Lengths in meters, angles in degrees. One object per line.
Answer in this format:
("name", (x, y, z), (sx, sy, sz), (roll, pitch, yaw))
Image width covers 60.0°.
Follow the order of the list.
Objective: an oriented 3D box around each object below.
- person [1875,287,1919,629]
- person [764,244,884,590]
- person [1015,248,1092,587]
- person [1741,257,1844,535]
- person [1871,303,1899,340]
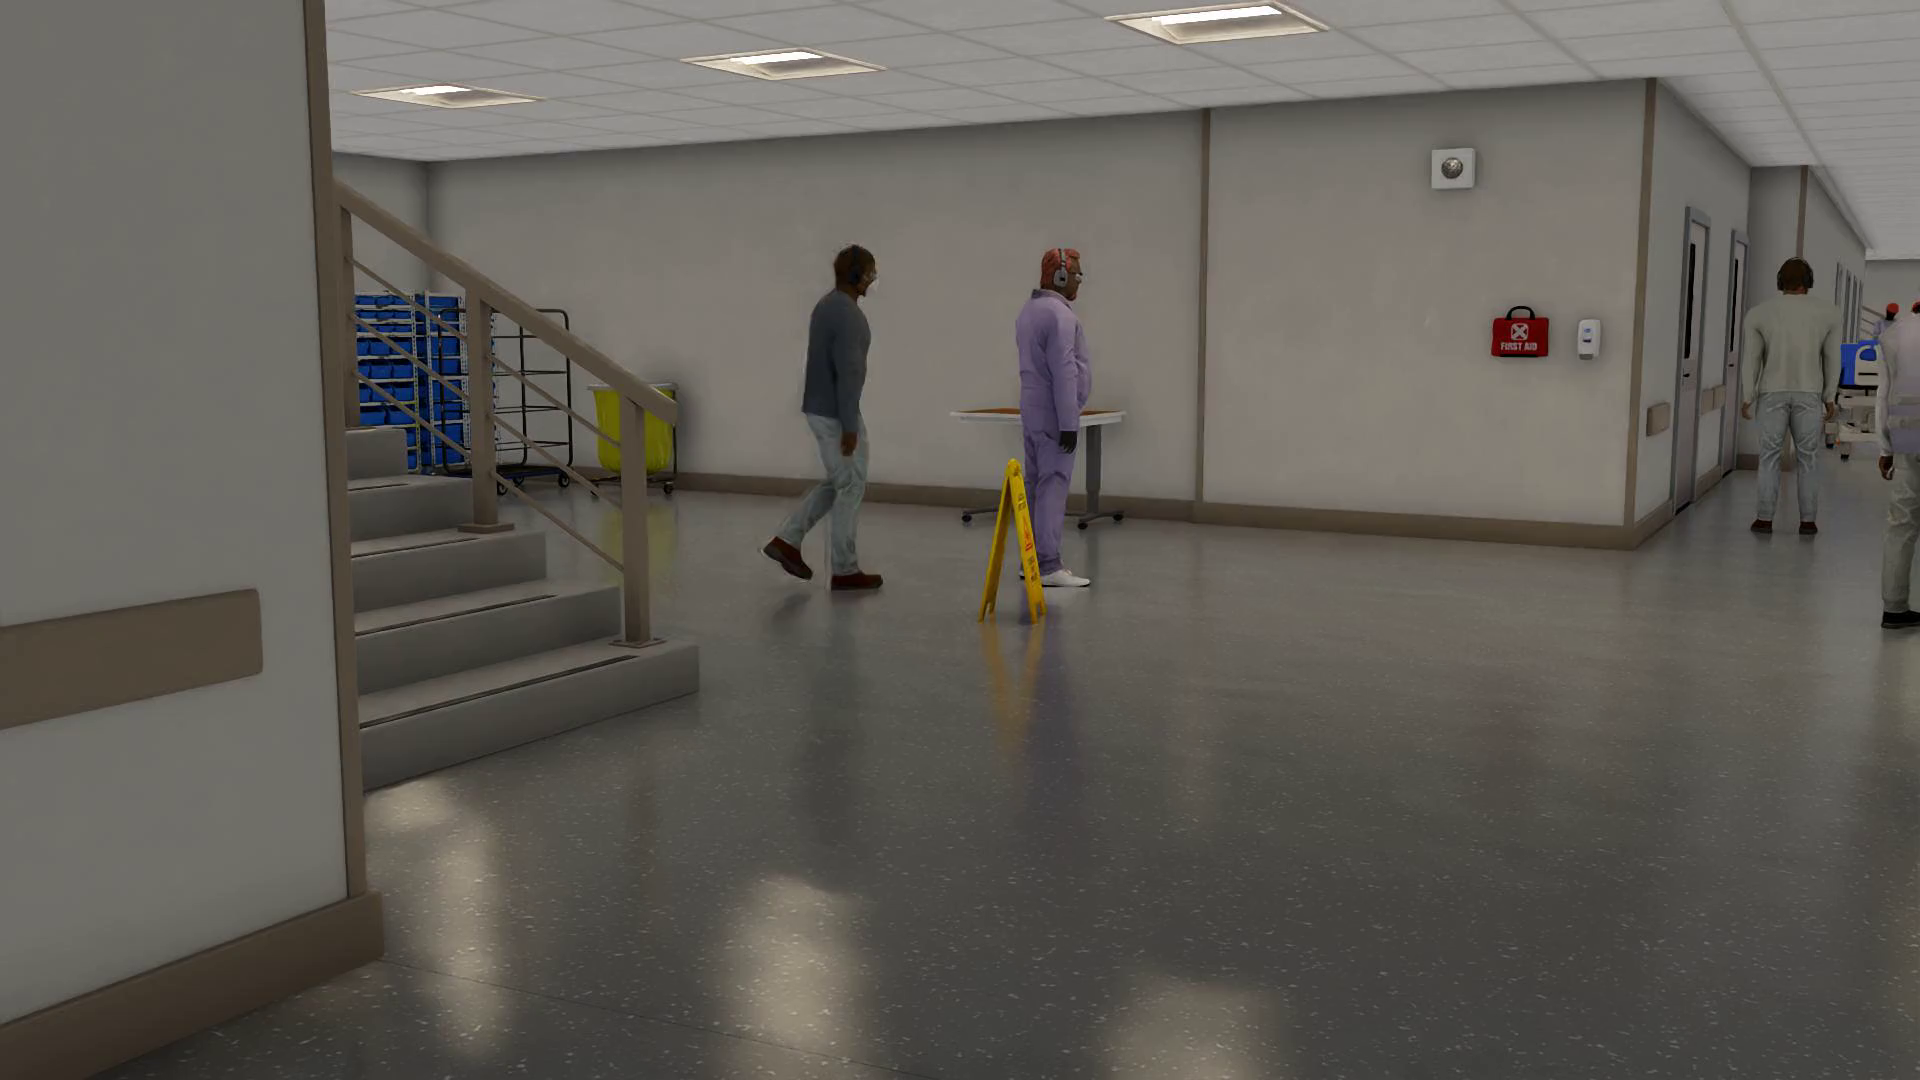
("person", (4.627, -0.450, 7.865), (0.403, 1.824, 0.590), (-4, 8, -27))
("person", (-0.727, -0.662, 9.148), (0.578, 1.916, 0.664), (-3, 8, -21))
("person", (0.543, -0.685, 9.376), (0.403, 1.900, 0.646), (-2, 8, -16))
("person", (5.806, -1.000, 11.653), (0.629, 1.937, 0.378), (3, 8, 21))
("person", (19.096, -3.932, 34.300), (0.577, 1.911, 0.401), (5, 9, 36))
